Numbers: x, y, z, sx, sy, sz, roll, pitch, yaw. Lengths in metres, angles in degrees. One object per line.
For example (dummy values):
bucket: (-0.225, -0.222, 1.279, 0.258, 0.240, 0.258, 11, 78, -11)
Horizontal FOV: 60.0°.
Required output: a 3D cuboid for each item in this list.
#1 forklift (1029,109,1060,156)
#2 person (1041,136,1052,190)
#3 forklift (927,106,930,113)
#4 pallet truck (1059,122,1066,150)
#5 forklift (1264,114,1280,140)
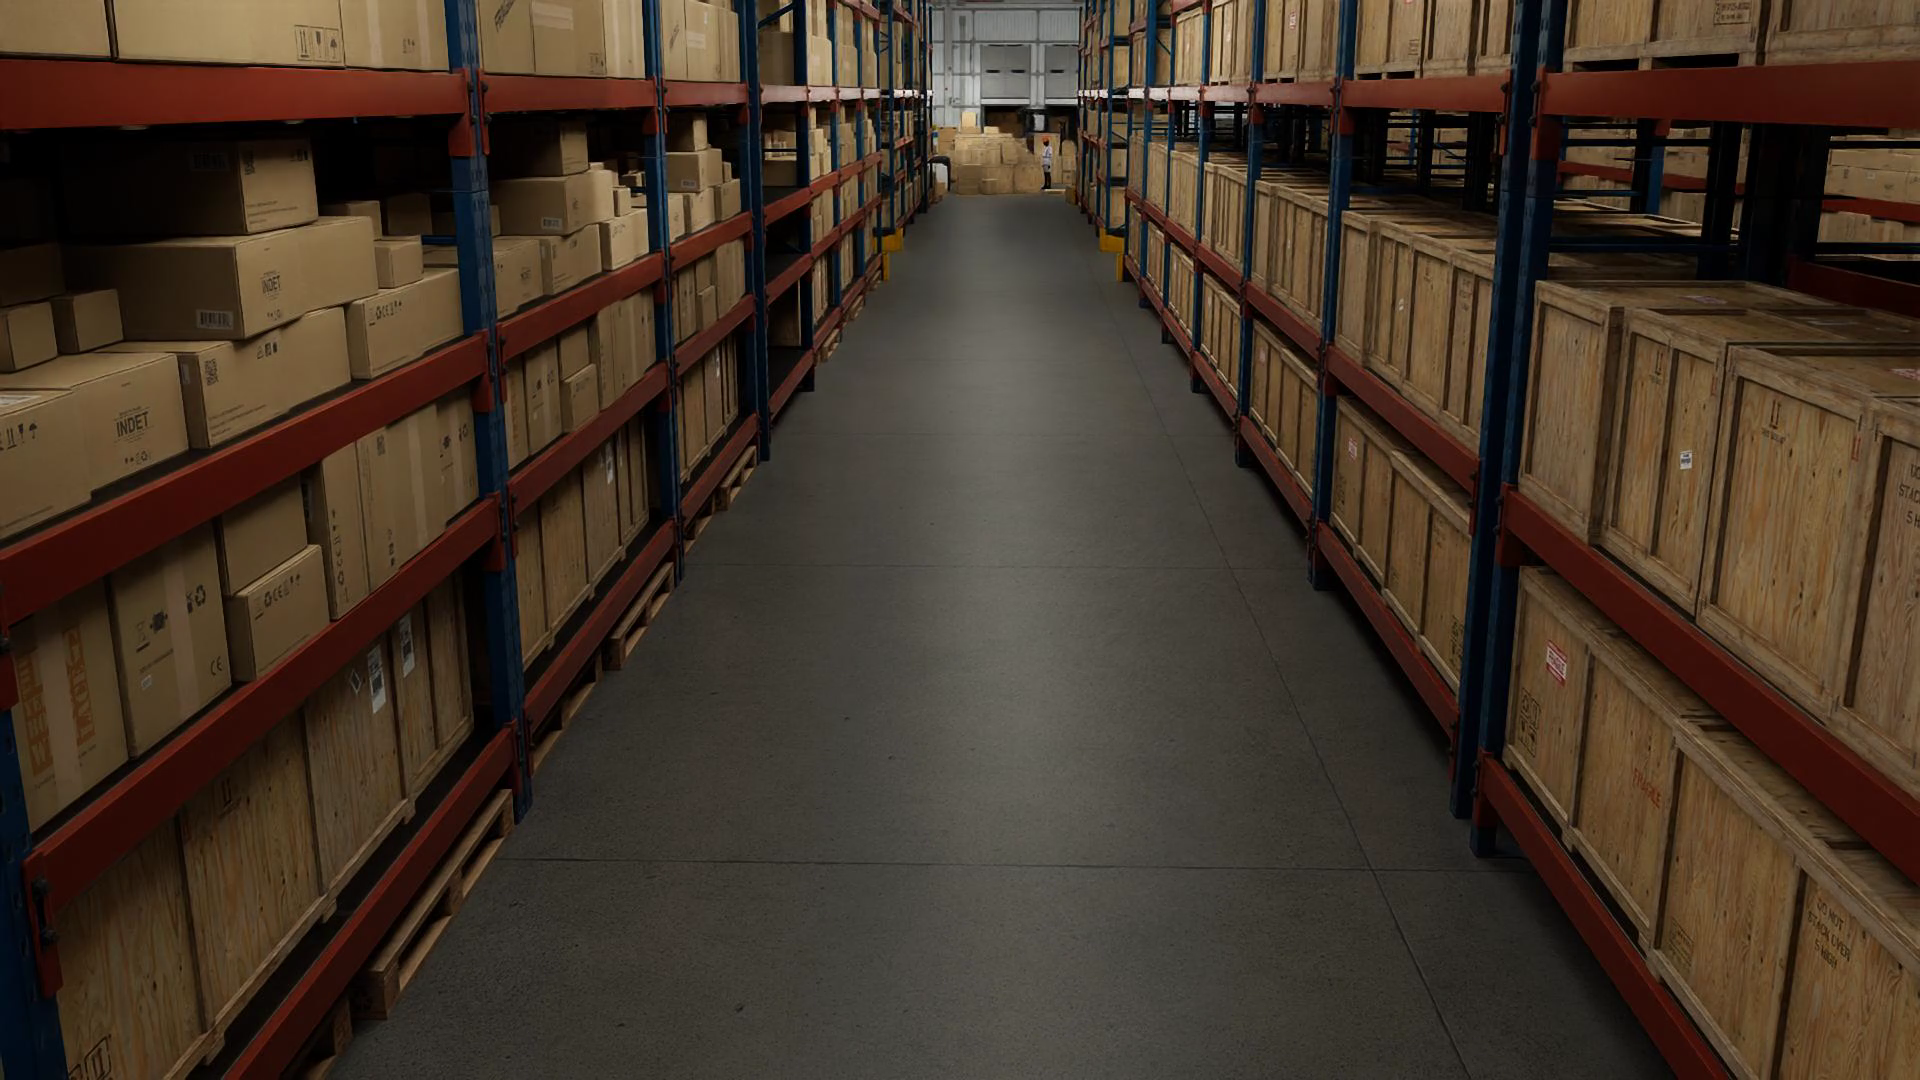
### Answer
forklift: (3.379, -16.885, 70.616, 1.129, 2.768, 1.873, 11, 19, 35)
person: (3.166, -13.825, 61.037, 0.373, 1.928, 0.543, -7, 16, -24)
forklift: (-2.001, -20.667, 84.687, 1.129, 2.768, 1.873, 0, 15, 2)
pallet truck: (5.788, -21.111, 88.014, 1.885, 1.965, 0.823, 5, 16, 18)
forklift: (11.021, -13.940, 59.658, 1.129, 2.768, 1.873, 0, 15, 2)
